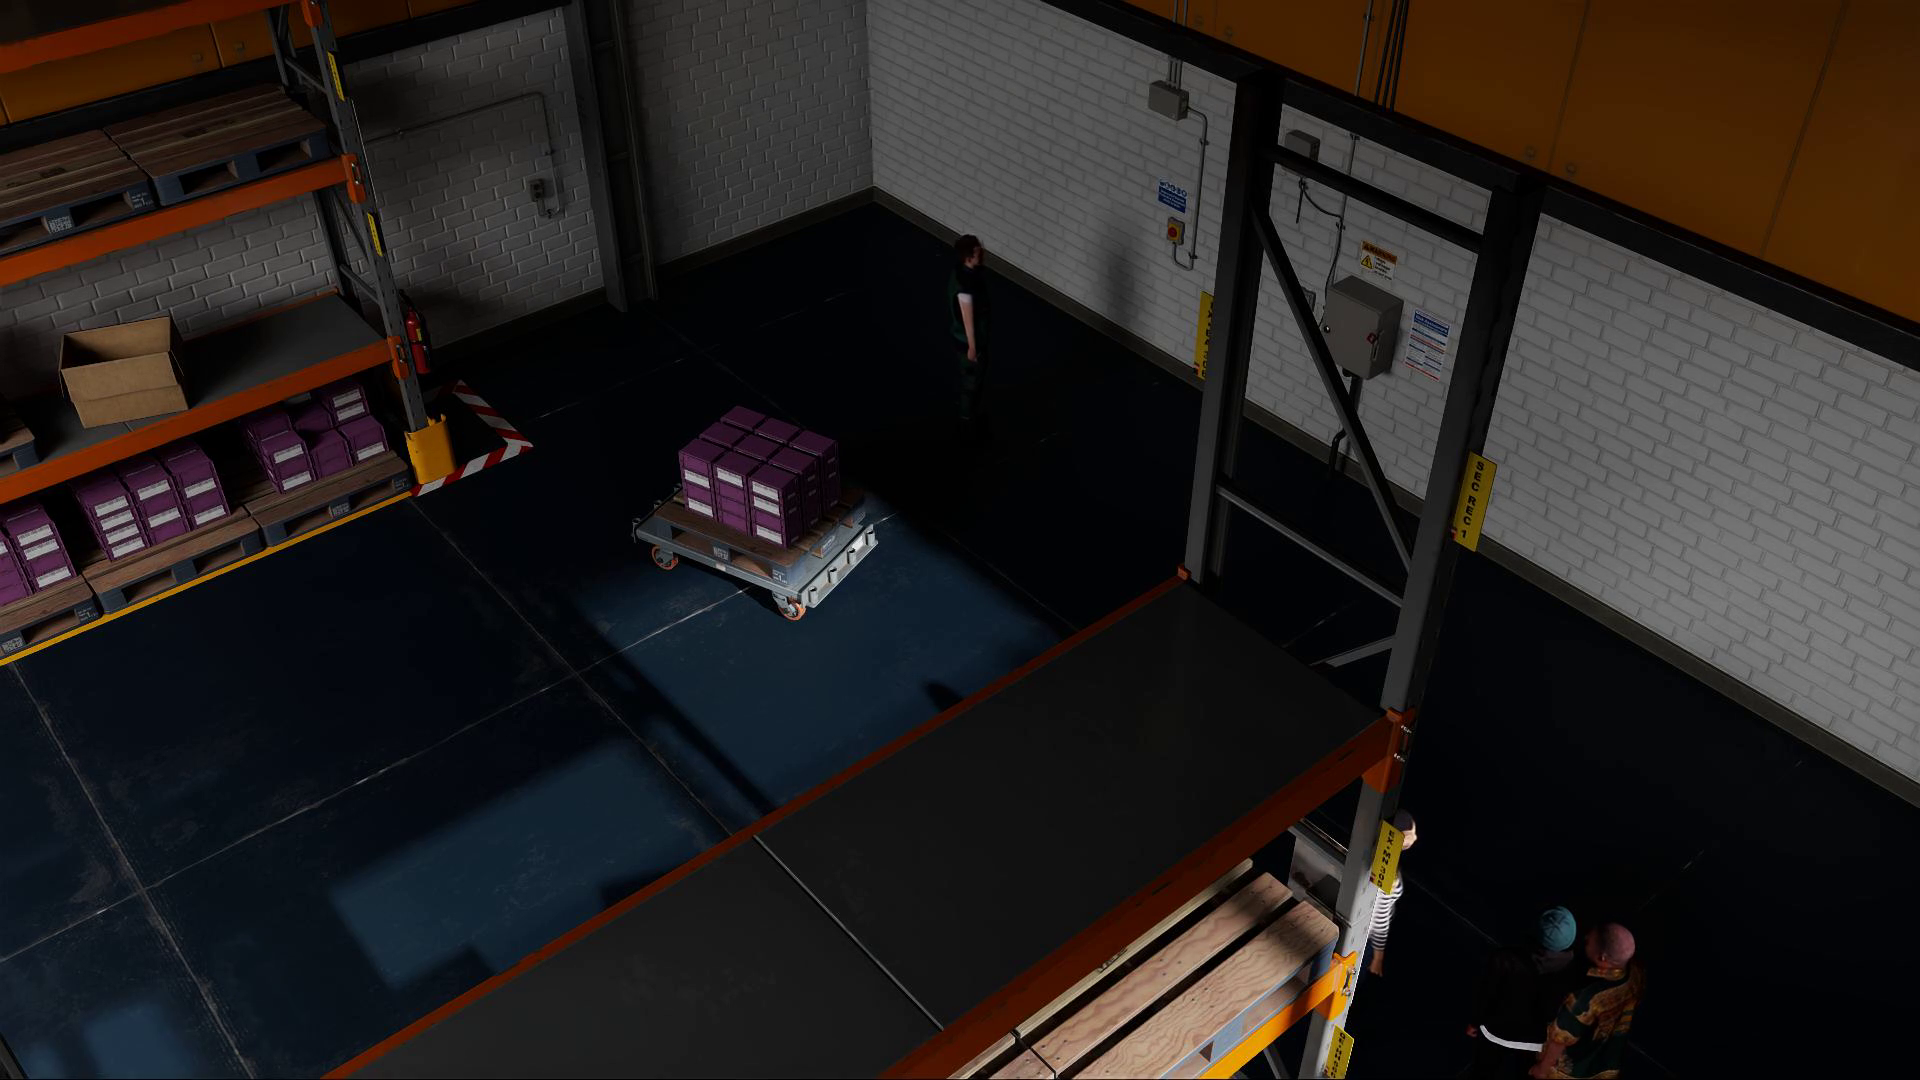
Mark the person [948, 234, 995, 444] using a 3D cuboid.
[{"bbox_3d":[0.088,-1.634,13.396,0.766,1.843,0.745,-6,39,-7],"label":"person"}]

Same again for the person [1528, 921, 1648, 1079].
[{"bbox_3d":[3.054,2.521,8.223,0.577,1.806,0.725,-26,45,-29],"label":"person"}]

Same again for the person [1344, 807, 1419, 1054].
[{"bbox_3d":[2.146,2.054,8.818,0.714,1.794,0.672,0,39,0],"label":"person"}]

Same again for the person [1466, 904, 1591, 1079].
[{"bbox_3d":[2.801,2.440,8.315,0.759,1.818,0.809,5,39,6],"label":"person"}]
